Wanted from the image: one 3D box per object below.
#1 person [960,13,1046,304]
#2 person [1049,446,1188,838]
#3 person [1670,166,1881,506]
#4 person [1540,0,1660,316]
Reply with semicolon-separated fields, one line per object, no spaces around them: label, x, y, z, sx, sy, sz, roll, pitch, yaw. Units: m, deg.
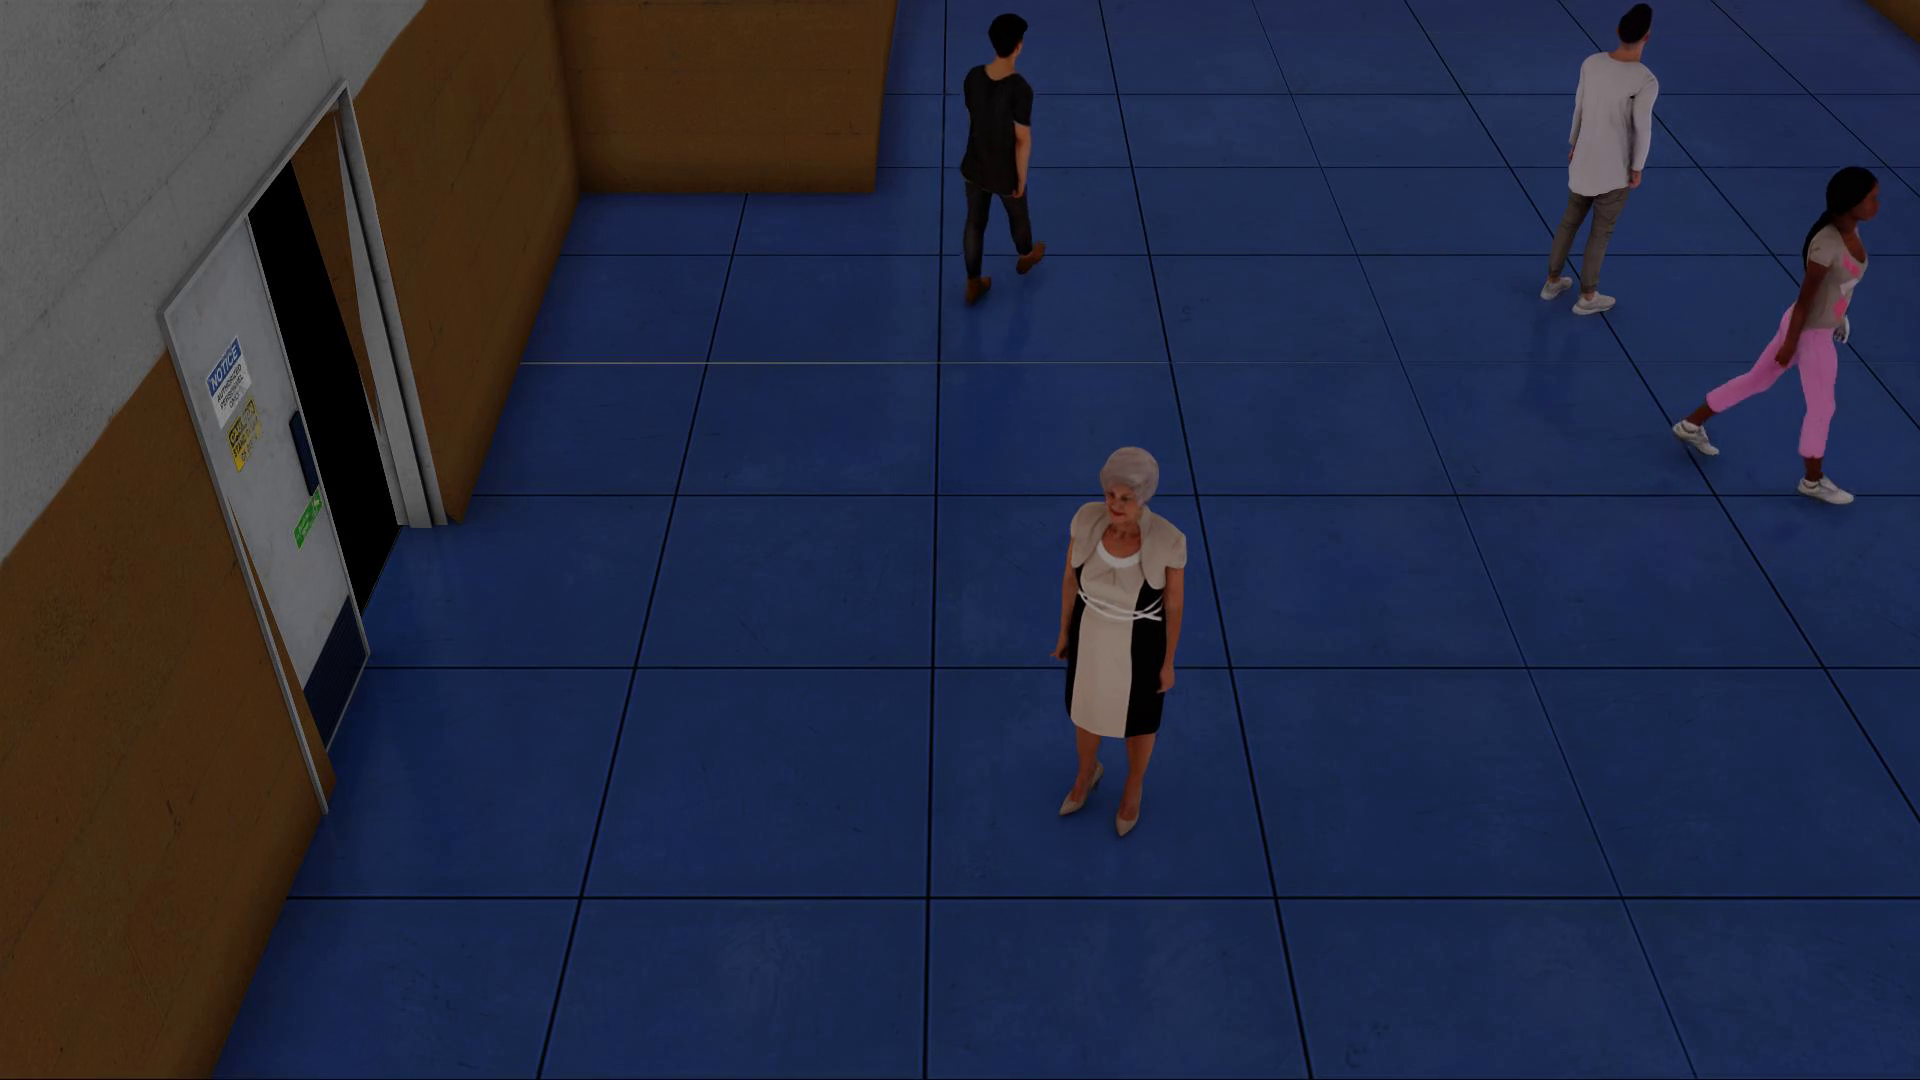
person;0.165;-2.169;9.698;0.999;1.684;0.955;17;40;21
person;0.601;0.393;6.227;0.638;1.752;0.775;18;40;22
person;4.056;-1.030;8.165;1.222;1.701;1.001;21;42;25
person;3.717;-2.195;9.602;0.764;1.840;0.754;-22;42;-26
